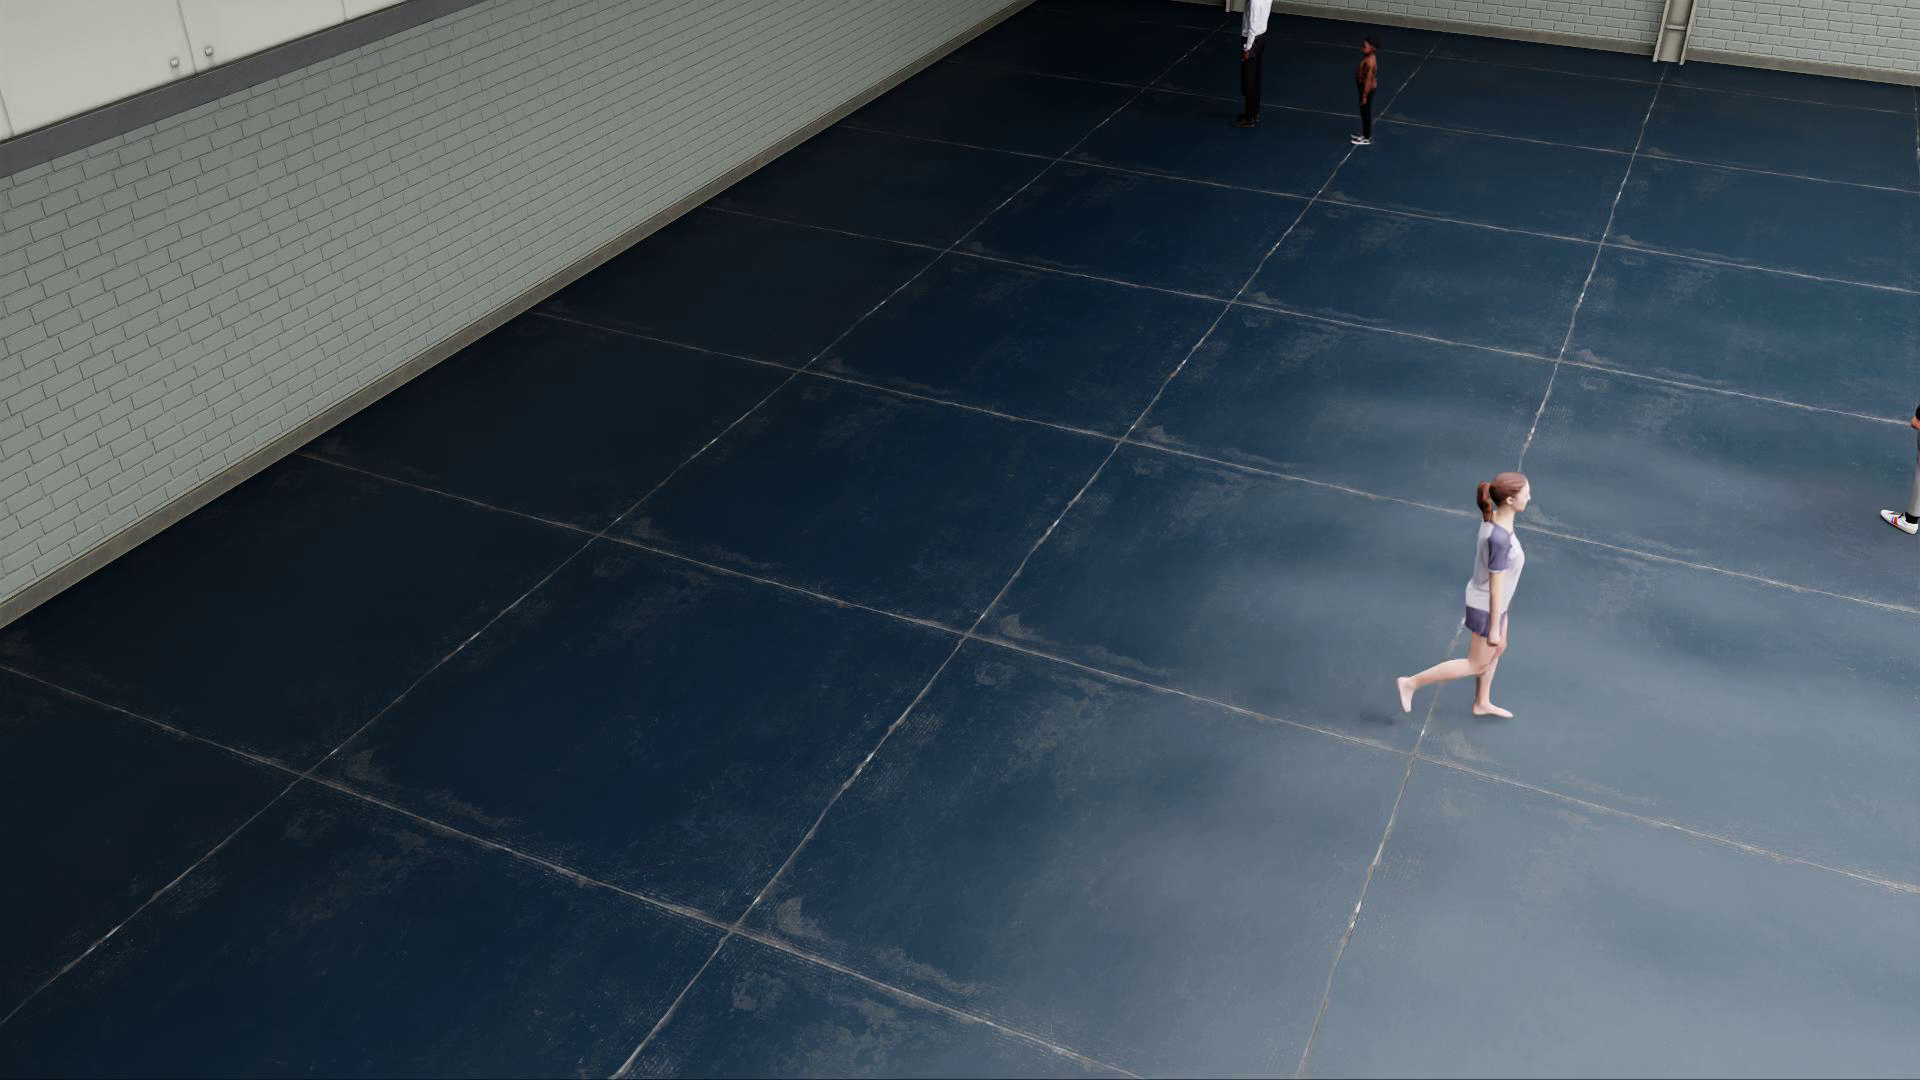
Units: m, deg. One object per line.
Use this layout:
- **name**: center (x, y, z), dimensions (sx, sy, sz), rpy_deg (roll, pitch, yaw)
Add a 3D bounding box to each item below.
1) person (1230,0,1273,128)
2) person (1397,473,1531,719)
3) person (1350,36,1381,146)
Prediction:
- **person**: center (3.485, -5.853, 19.774), dimensions (0.526, 1.835, 0.654), rpy_deg (16, 36, 24)
- **person**: center (3.078, 0.386, 9.968), dimensions (1.011, 1.745, 0.706), rpy_deg (7, 33, 10)
- **person**: center (4.742, -5.242, 19.353), dimensions (0.546, 1.250, 0.568), rpy_deg (6, 33, 9)
